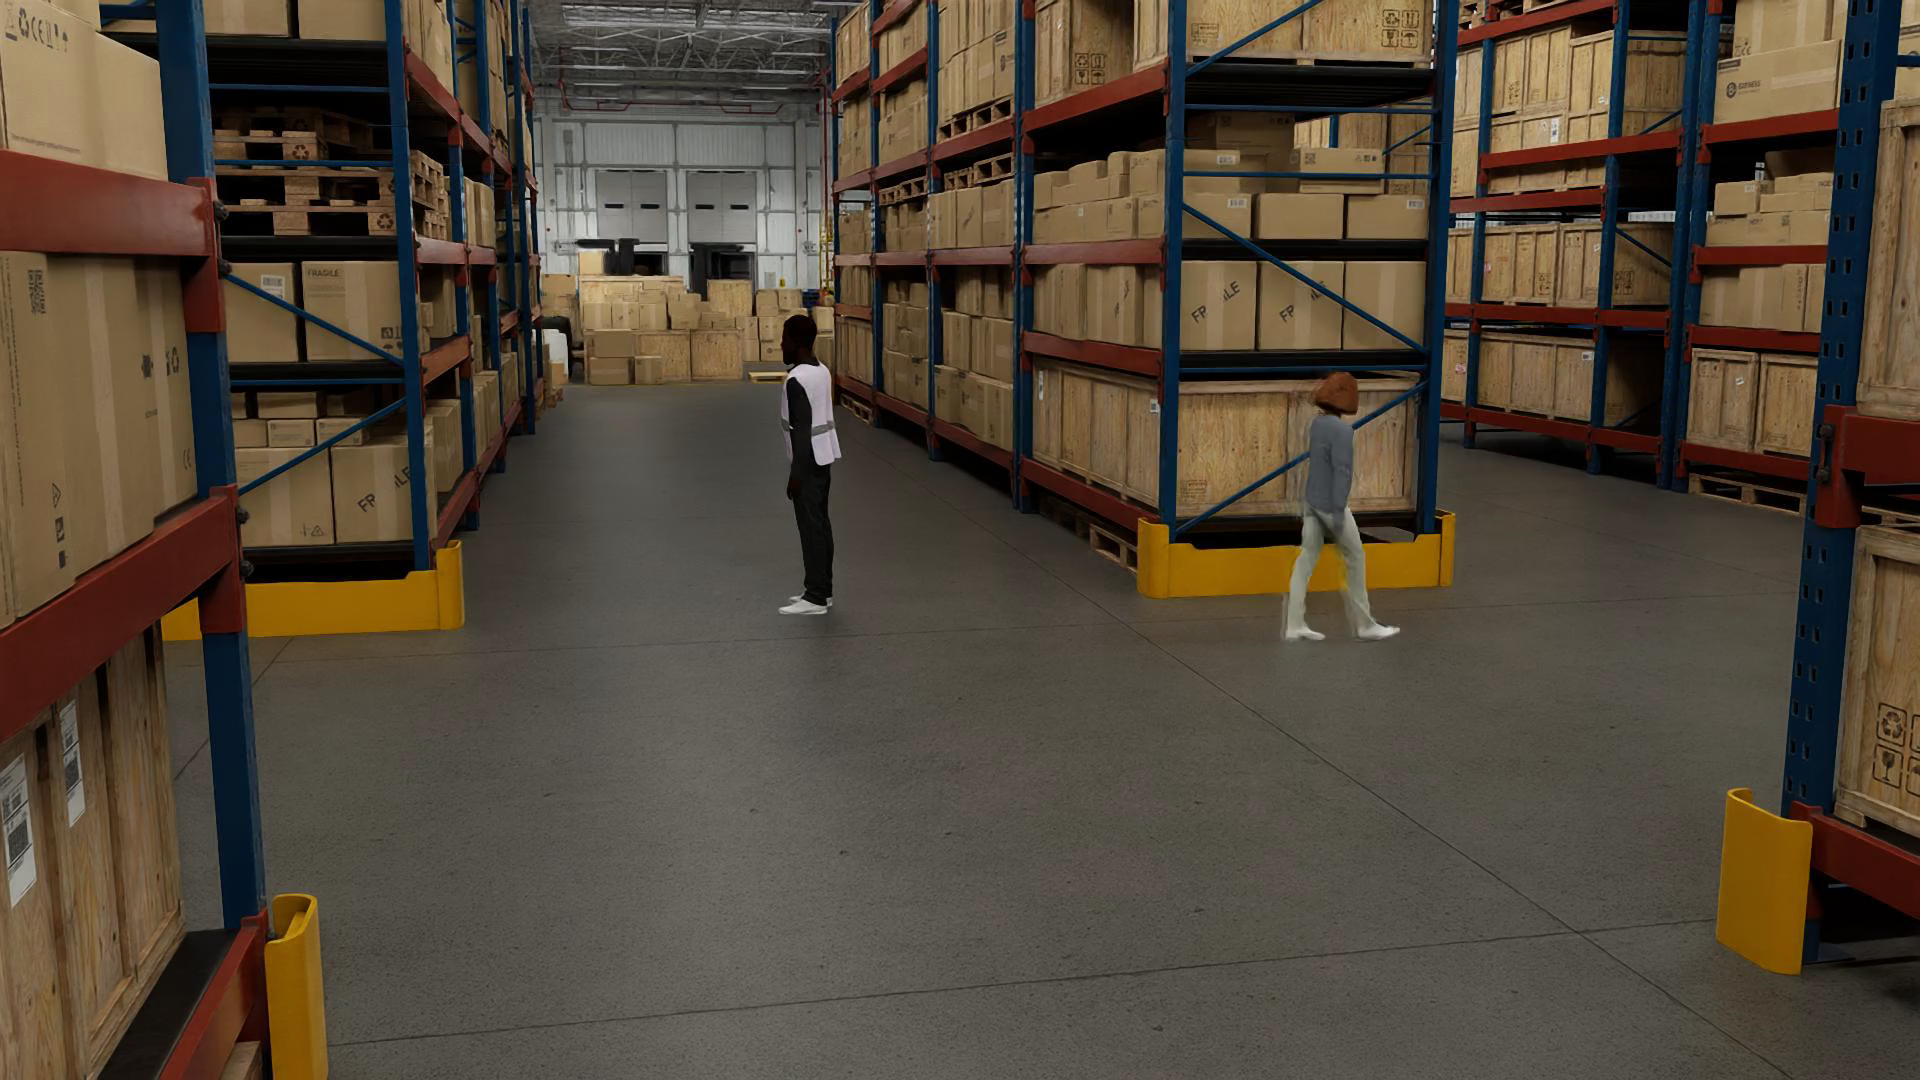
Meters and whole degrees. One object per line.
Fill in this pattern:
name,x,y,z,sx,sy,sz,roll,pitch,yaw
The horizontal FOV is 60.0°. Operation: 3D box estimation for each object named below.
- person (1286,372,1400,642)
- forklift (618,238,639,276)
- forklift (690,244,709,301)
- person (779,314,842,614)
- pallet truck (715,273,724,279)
person,2.274,-0.187,9.823,0.755,1.600,0.520,-2,10,-13
forklift,-7.097,-5.059,35.659,1.873,2.768,1.129,-2,10,-13
forklift,-6.844,-6.465,44.229,1.873,2.768,1.129,0,9,3
person,-0.970,-0.477,10.658,0.398,1.920,0.588,2,9,10
pallet truck,-8.580,-8.986,62.280,1.885,1.965,0.823,1,9,5
